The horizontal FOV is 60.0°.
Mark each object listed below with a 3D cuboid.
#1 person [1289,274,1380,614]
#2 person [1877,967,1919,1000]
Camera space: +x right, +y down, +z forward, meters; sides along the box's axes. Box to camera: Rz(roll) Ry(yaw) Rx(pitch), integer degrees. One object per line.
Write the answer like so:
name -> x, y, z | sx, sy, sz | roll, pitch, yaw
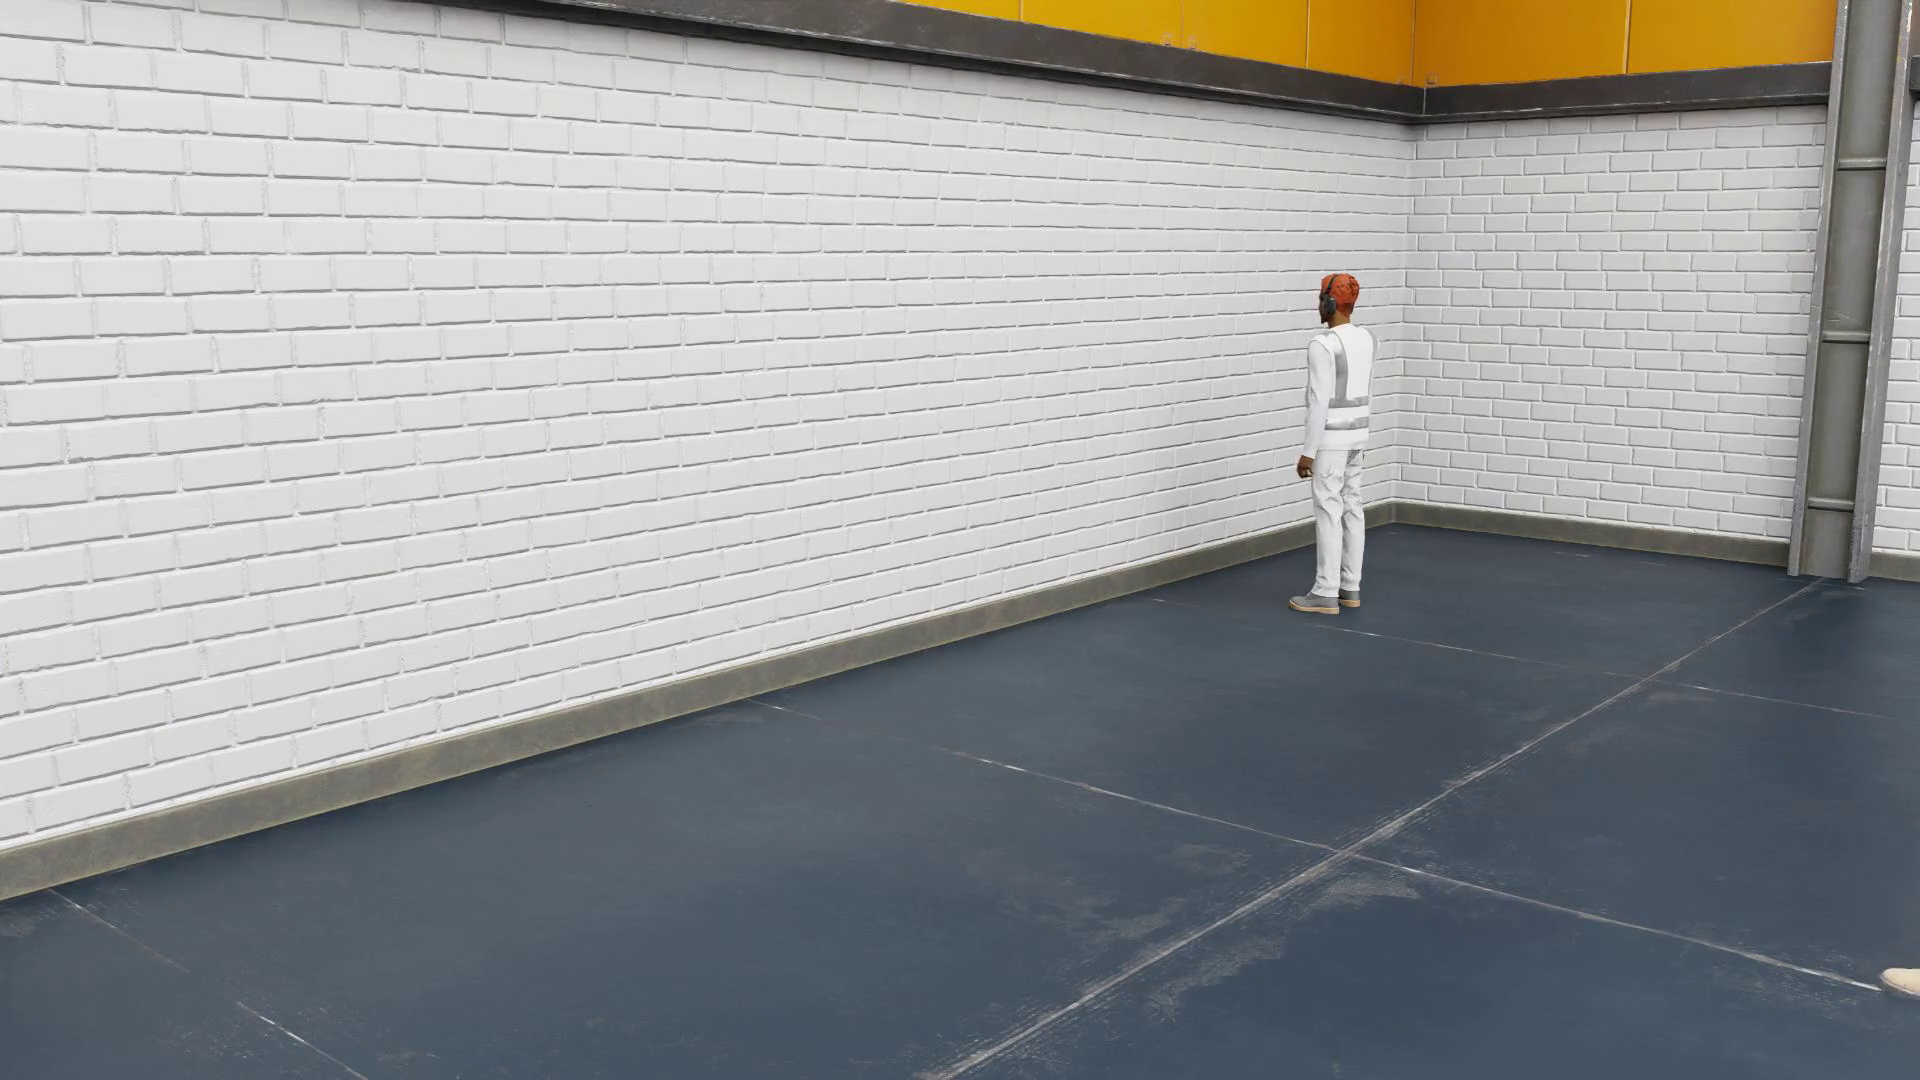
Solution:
person -> 2.081, -0.530, 9.252 | 0.356, 1.883, 0.574 | 10, 14, 44
person -> 2.984, 0.389, 4.241 | 0.921, 1.810, 0.522 | 2, 10, 11
